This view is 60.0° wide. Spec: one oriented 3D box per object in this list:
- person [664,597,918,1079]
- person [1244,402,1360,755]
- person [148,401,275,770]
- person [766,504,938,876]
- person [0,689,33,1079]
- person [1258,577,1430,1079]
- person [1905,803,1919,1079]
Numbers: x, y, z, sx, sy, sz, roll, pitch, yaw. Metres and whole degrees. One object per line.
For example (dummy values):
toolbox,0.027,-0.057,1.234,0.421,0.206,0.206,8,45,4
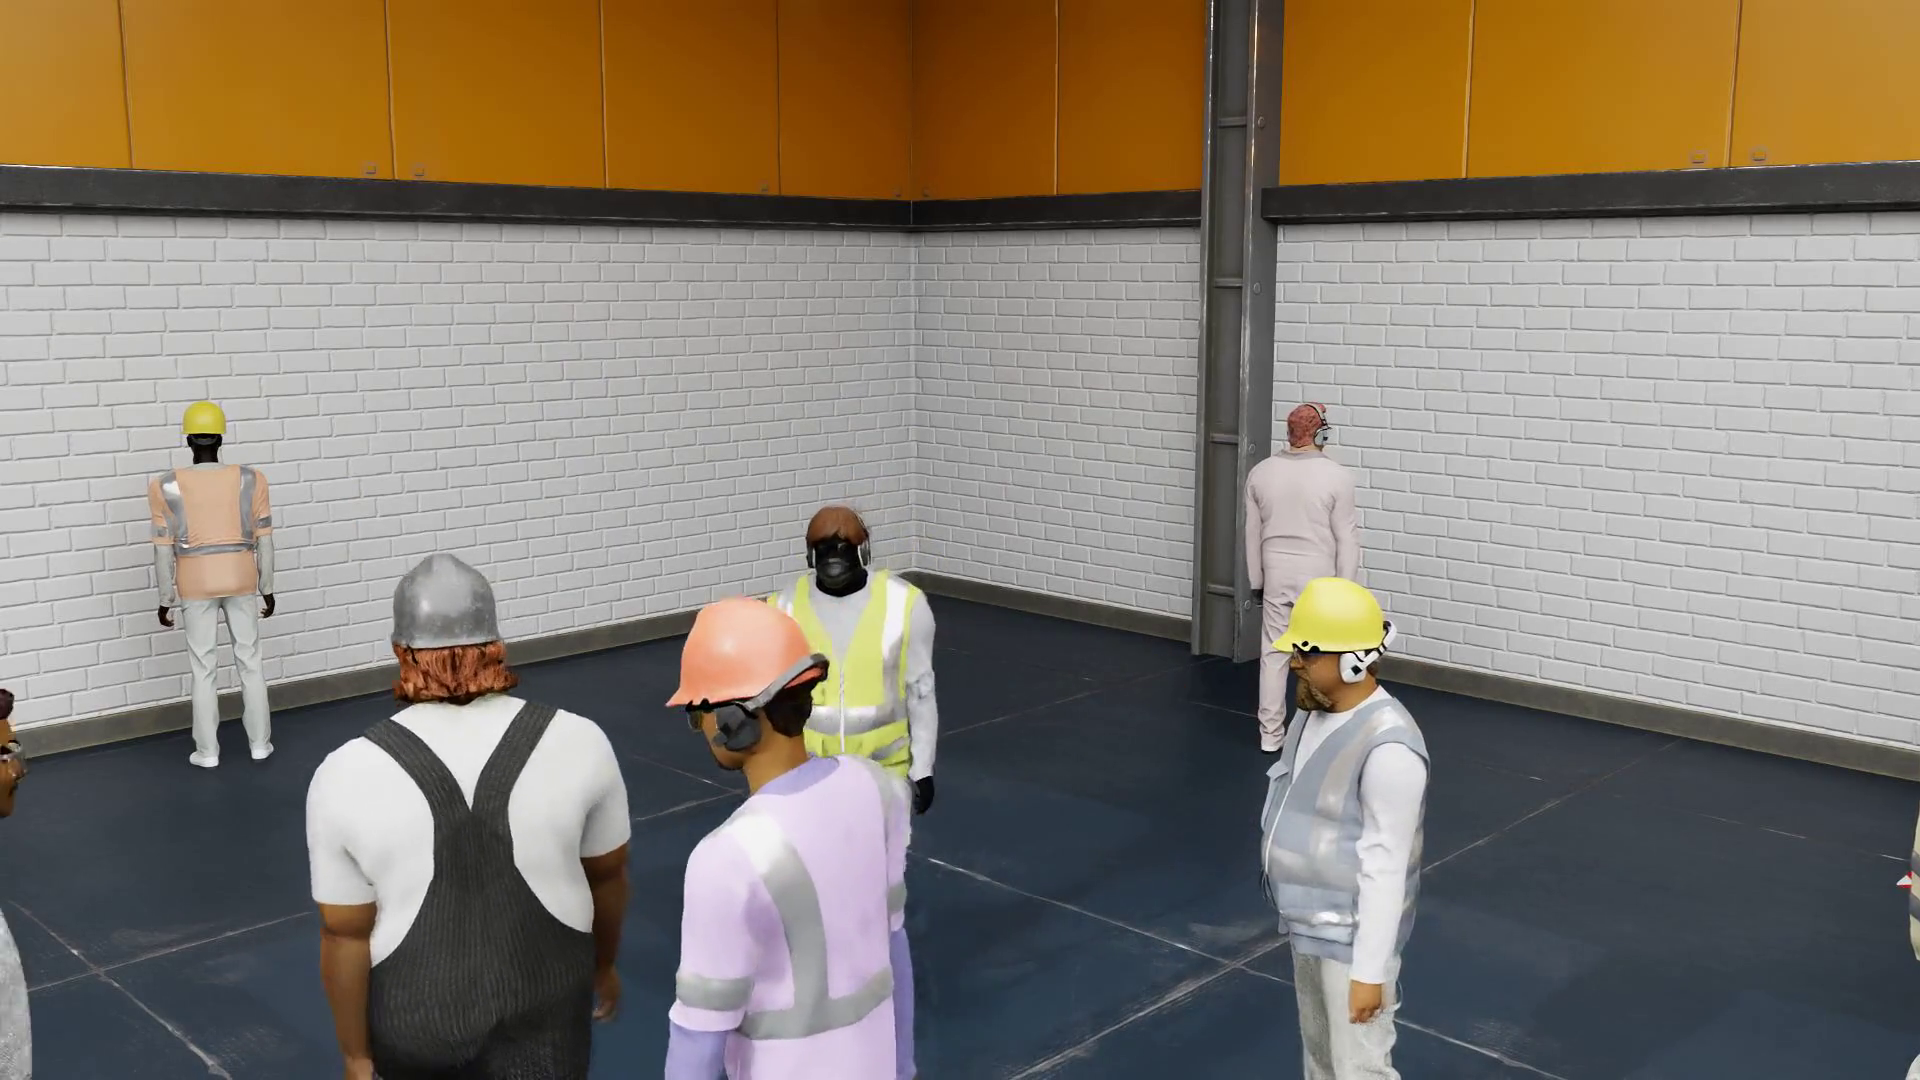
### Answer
person,-0.370,1.090,3.326,1.093,1.969,0.625,4,10,25
person,1.834,0.224,8.847,0.637,1.911,0.403,8,12,39
person,-3.888,0.239,8.691,0.585,1.928,0.369,-6,11,-31
person,-0.383,0.755,5.871,0.621,1.818,0.821,0,9,1
person,-1.908,1.187,3.123,0.581,1.851,0.538,-8,12,-41
person,0.985,0.998,4.367,0.403,1.826,0.593,-2,9,-10
person,2.577,1.033,4.114,0.403,1.830,0.599,2,9,11
